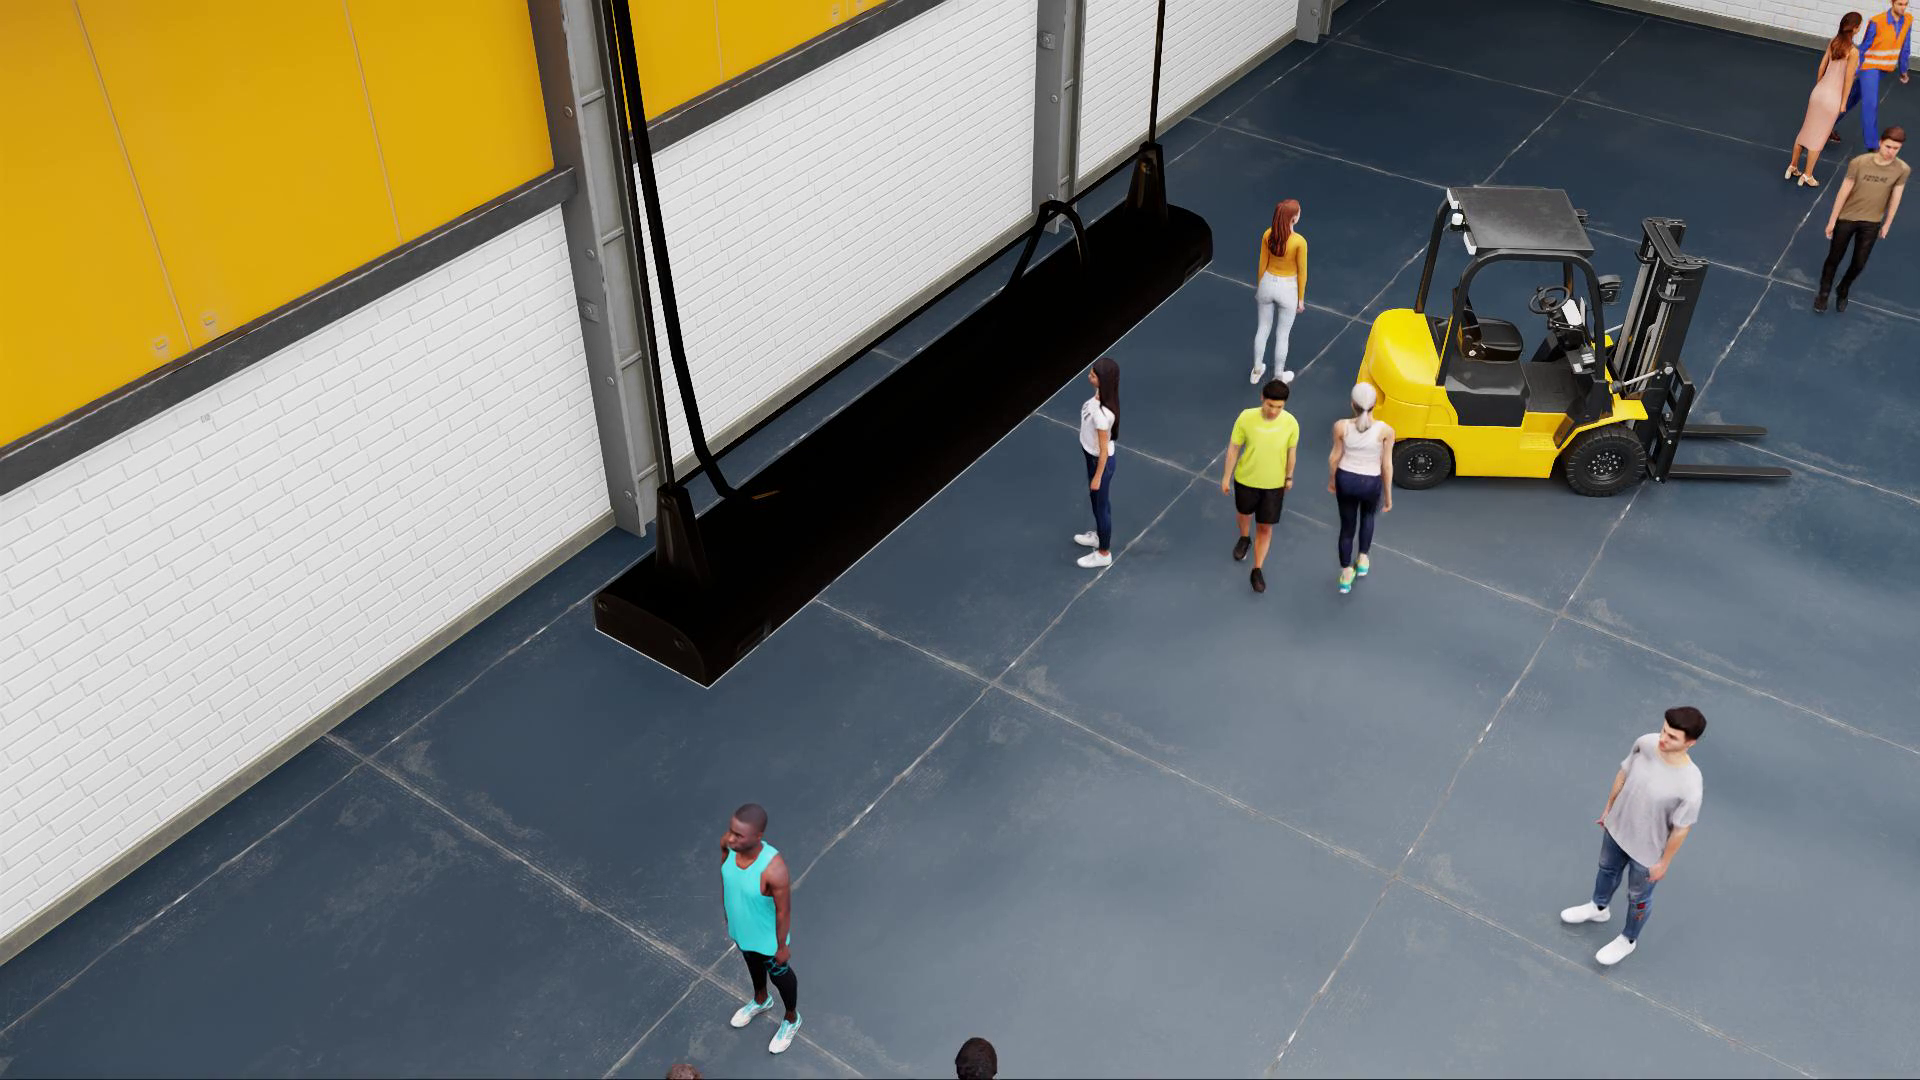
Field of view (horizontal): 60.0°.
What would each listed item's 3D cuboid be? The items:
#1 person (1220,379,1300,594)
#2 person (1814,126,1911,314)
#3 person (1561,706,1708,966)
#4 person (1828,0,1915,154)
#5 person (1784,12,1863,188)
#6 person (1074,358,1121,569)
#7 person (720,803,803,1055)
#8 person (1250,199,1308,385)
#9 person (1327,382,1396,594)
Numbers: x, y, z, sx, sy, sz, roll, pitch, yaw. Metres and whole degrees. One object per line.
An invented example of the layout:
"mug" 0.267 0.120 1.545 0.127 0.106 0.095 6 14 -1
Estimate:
"person" 2.204 -0.520 12.201 0.886 1.675 1.043 8 39 10
"person" 8.165 -2.939 15.100 0.718 1.836 0.701 18 42 21
"person" 3.837 1.637 9.331 0.760 1.886 0.756 -14 41 -17
"person" 9.668 -5.012 17.727 1.250 1.798 1.172 -14 41 -17
"person" 8.909 -4.533 17.100 0.686 1.832 0.655 -12 40 -14
"person" 1.035 -0.569 12.182 0.730 1.774 0.621 2 39 3
"person" -1.058 2.052 8.872 0.619 1.811 0.539 27 46 30
"person" 2.700 -2.093 14.112 0.583 1.749 0.522 22 44 25
"person" 2.828 -0.314 11.941 0.759 1.677 0.777 14 41 17
